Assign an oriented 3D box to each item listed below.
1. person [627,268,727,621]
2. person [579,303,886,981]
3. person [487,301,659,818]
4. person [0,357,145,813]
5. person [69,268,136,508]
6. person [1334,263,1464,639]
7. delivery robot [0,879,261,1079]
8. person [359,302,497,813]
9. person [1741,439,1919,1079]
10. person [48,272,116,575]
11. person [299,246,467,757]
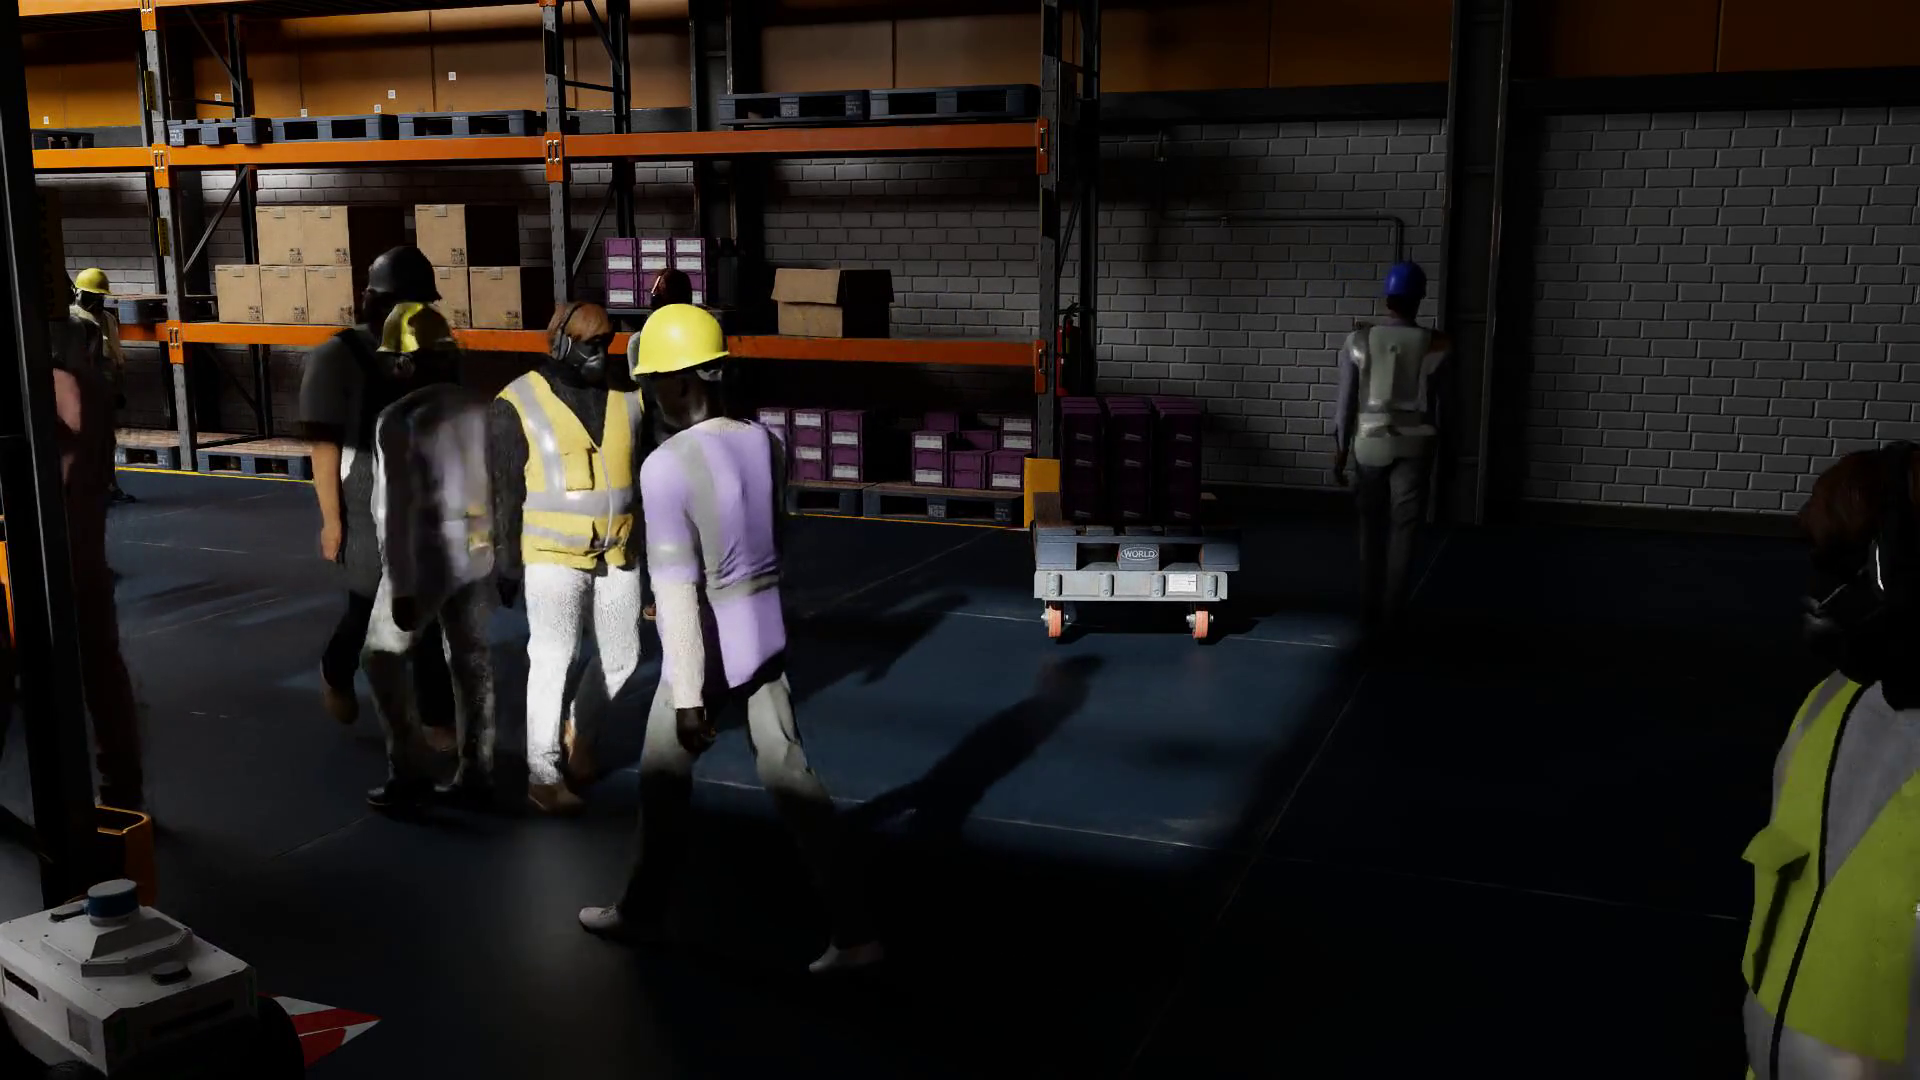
[{"bbox_3d":[-1.503,-0.496,8.860,0.573,1.885,0.356,-8,13,-38],"label":"person"},{"bbox_3d":[-0.625,0.293,4.551,1.037,1.871,0.612,6,12,31],"label":"person"},{"bbox_3d":[-1.379,0.048,6.011,0.637,1.816,0.566,-9,14,-42],"label":"person"},{"bbox_3d":[-3.268,0.067,5.772,0.931,1.862,0.669,4,11,22],"label":"person"},{"bbox_3d":[-6.595,-1.154,12.705,0.404,1.821,0.587,2,10,10],"label":"person"},{"bbox_3d":[2.318,-0.488,8.760,0.650,1.897,0.965,4,11,21],"label":"person"},{"bbox_3d":[-1.931,1.025,3.826,0.707,0.478,0.477,8,13,39],"label":"delivery robot"},{"bbox_3d":[-1.899,0.076,5.867,0.556,1.812,0.610,5,11,25],"label":"person"},{"bbox_3d":[1.173,0.798,1.916,0.490,1.805,0.733,-1,10,-5],"label":"person"},{"bbox_3d":[-5.330,-0.679,9.872,0.353,1.886,0.573,9,13,41],"label":"person"},{"bbox_3d":[-2.234,-0.166,6.585,0.707,2.000,0.686,9,14,42],"label":"person"}]
